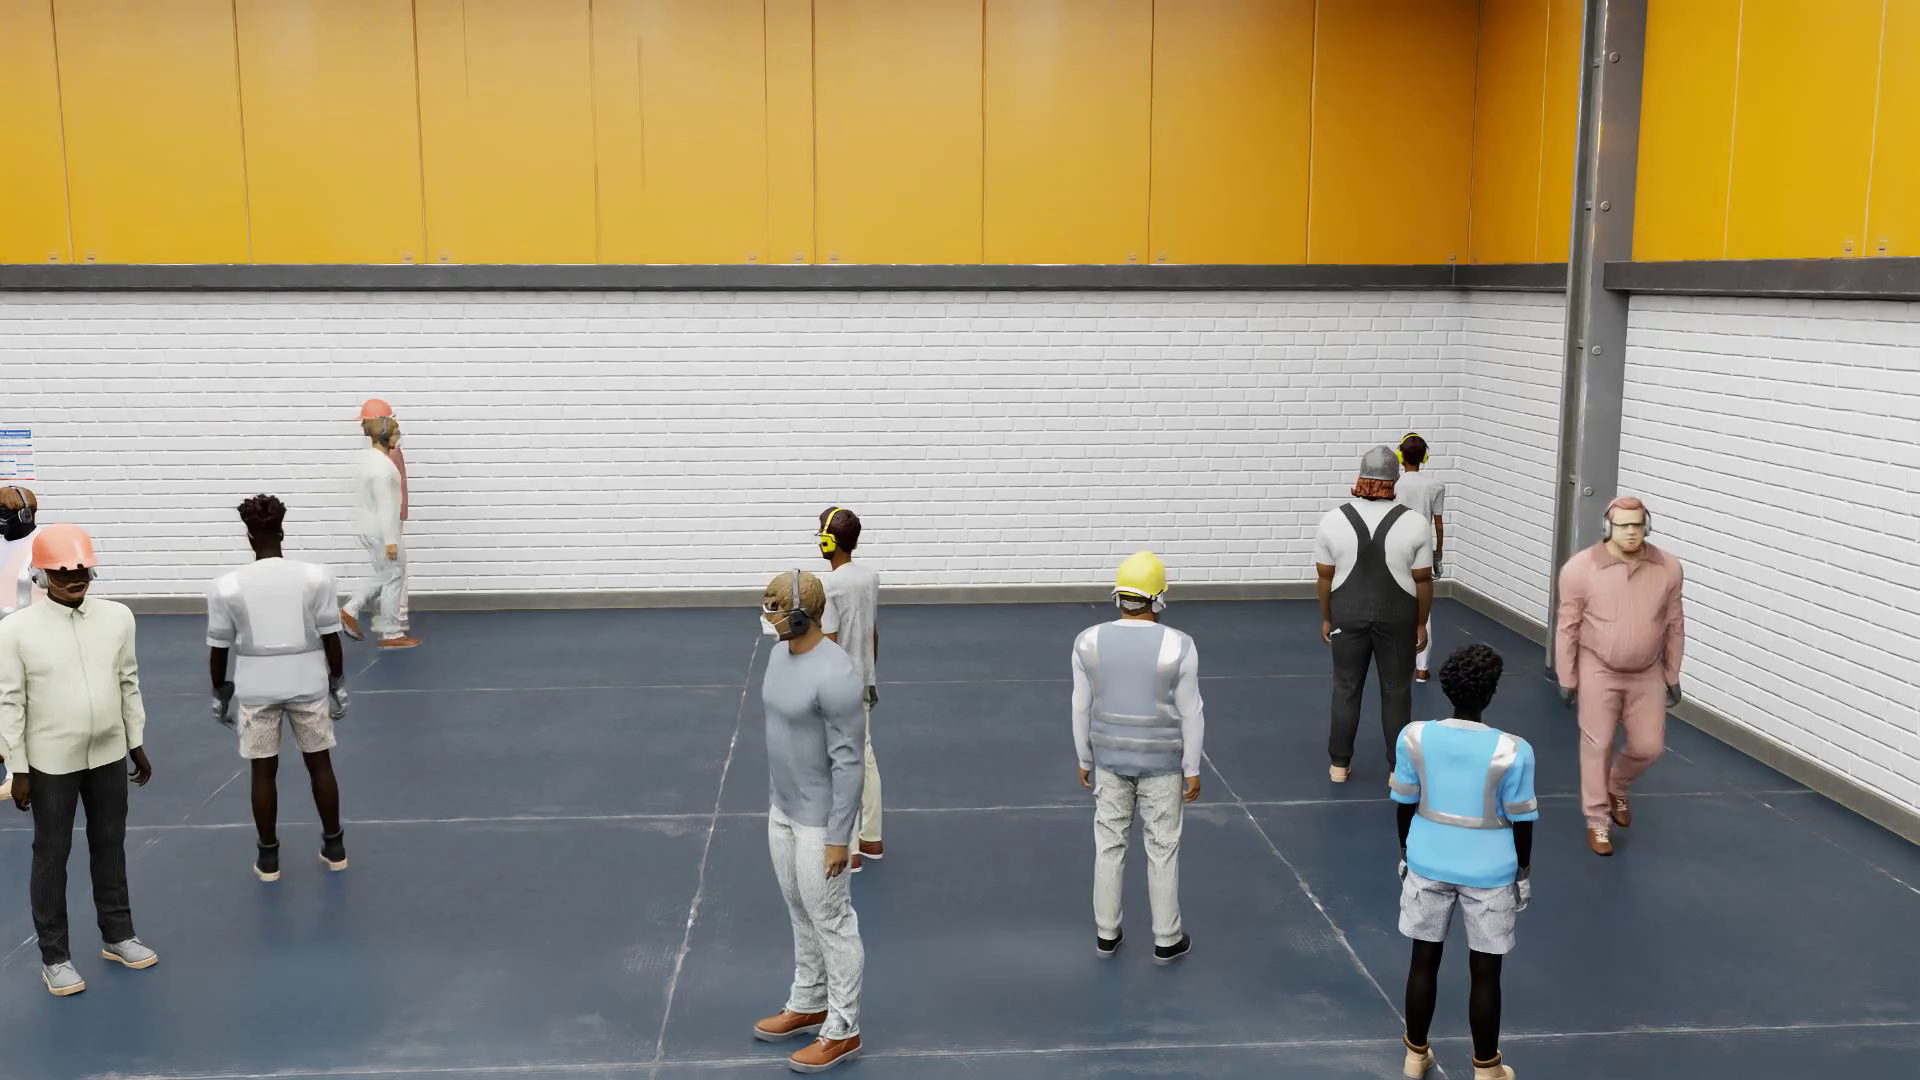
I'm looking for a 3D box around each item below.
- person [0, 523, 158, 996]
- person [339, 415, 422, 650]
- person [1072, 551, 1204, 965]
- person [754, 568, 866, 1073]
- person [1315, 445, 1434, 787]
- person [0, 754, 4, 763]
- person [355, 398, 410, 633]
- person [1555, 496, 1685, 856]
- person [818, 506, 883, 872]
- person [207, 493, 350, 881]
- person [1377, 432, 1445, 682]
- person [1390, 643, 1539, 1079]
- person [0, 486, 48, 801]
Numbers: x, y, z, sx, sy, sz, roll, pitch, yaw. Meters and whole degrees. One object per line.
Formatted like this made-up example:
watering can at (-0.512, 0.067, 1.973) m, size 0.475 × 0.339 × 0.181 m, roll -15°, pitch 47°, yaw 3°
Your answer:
person at (-3.773, 0.915, 7.118) m, size 0.382 × 1.995 × 0.612 m, roll 6°, pitch 11°, yaw 33°
person at (-4.714, -0.042, 13.384) m, size 0.575 × 1.922 × 0.627 m, roll -4°, pitch 10°, yaw -26°
person at (0.792, 0.958, 7.345) m, size 0.586 × 1.835 × 0.403 m, roll 4°, pitch 10°, yaw 22°
person at (-0.574, 1.060, 6.389) m, size 0.359 × 1.936 × 0.632 m, roll -5°, pitch 10°, yaw -29°
person at (2.470, 0.446, 9.917) m, size 0.683 × 2.000 × 0.538 m, roll 3°, pitch 10°, yaw 21°
person at (-6.126, 0.453, 10.291) m, size 0.399 × 1.909 × 0.642 m, roll -9°, pitch 12°, yaw -43°
person at (-4.905, -0.210, 14.179) m, size 0.393 × 1.995 × 0.612 m, roll -2°, pitch 9°, yaw -15°
person at (3.469, 0.697, 8.785) m, size 0.664 × 1.895 × 0.492 m, roll 1°, pitch 9°, yaw 4°
person at (-0.592, 0.759, 8.490) m, size 0.309 × 1.868 × 0.535 m, roll 5°, pitch 10°, yaw 30°
person at (-3.410, 0.739, 8.346) m, size 0.633 × 1.957 × 0.399 m, roll -4°, pitch 10°, yaw -23°
person at (3.346, 0.134, 12.409) m, size 0.513 × 1.873 × 0.328 m, roll 1°, pitch 9°, yaw 5°
person at (1.856, 1.218, 6.148) m, size 0.535 × 1.697 × 0.318 m, roll 6°, pitch 11°, yaw 33°
person at (-5.366, 0.604, 9.547) m, size 0.622 × 1.845 × 0.429 m, roll 3°, pitch 10°, yaw 19°
